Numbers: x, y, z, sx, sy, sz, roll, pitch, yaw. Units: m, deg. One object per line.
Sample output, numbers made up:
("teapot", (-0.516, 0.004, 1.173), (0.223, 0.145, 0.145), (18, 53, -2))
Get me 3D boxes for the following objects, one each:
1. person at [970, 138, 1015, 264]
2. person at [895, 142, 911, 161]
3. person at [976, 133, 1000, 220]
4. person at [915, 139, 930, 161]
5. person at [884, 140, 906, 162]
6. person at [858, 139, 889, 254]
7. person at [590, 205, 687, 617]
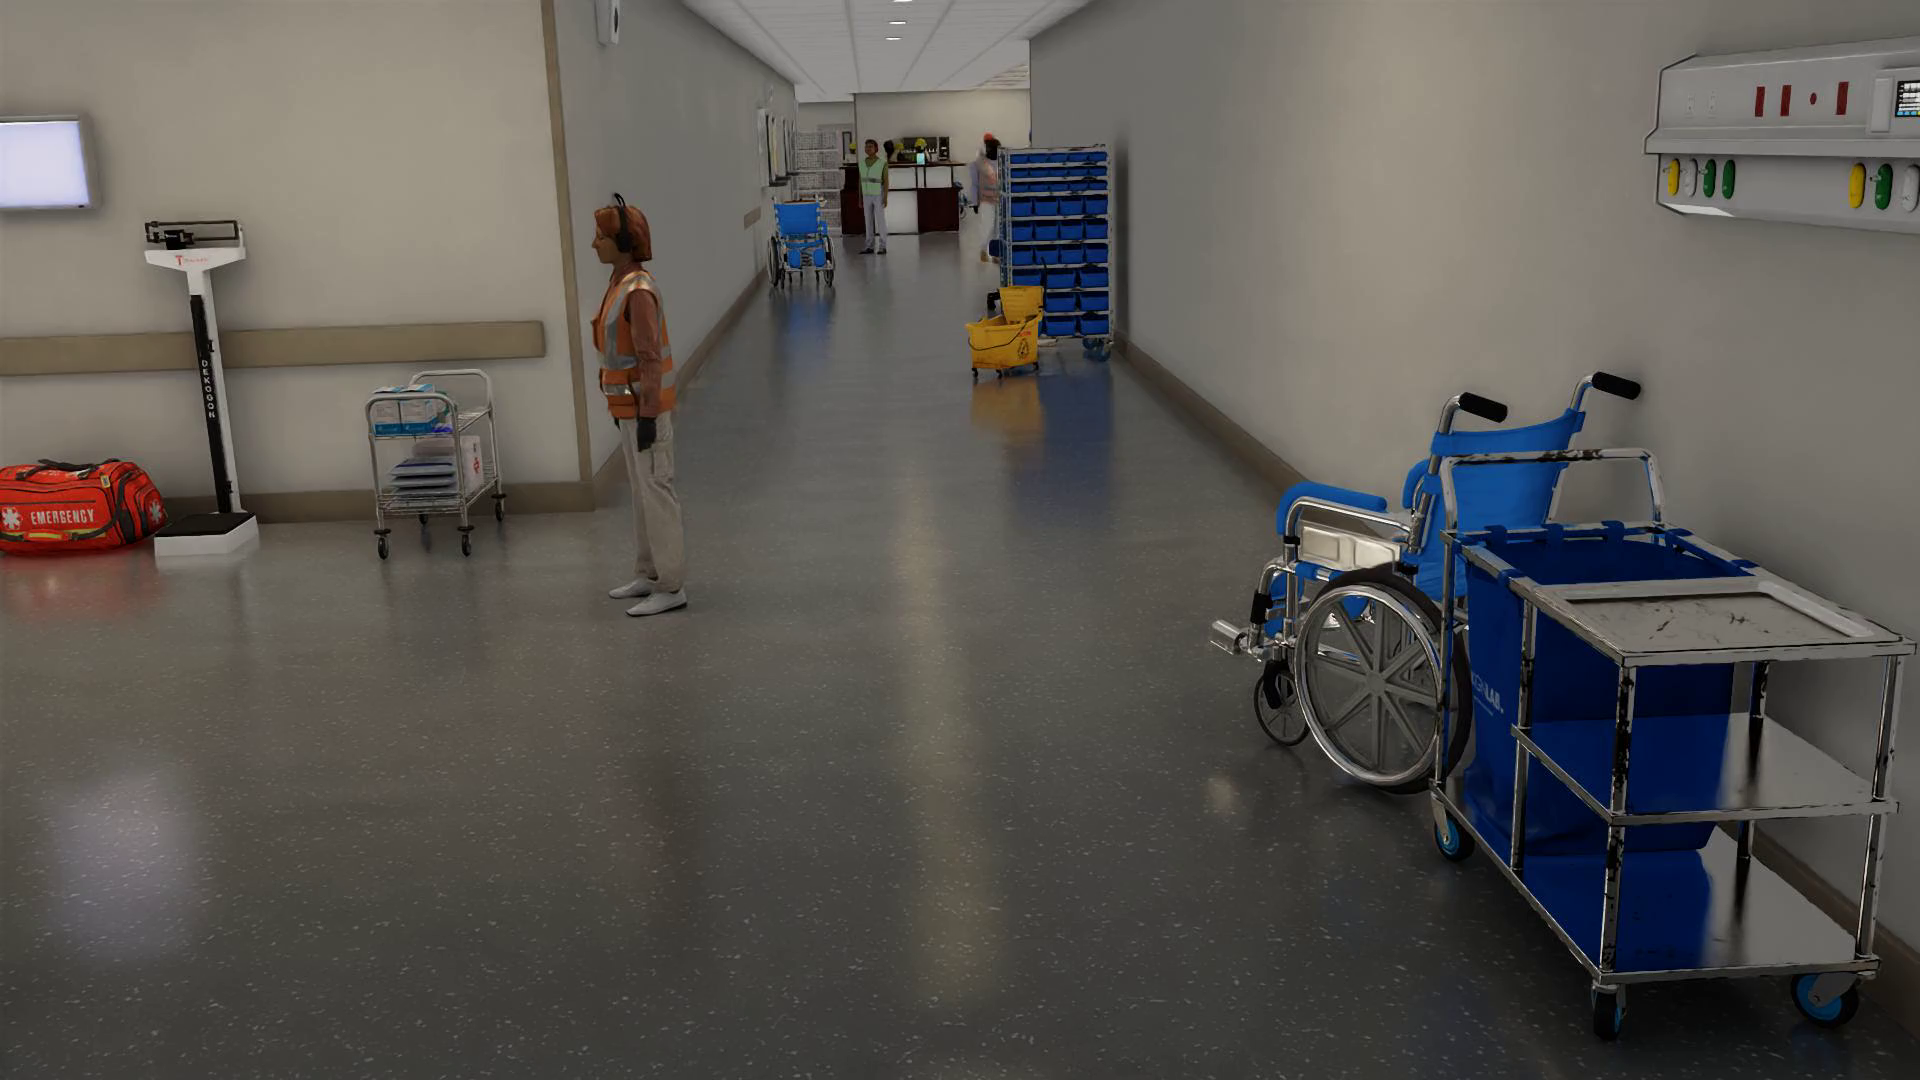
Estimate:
("person", (0.490, -4.952, 24.354), (0.625, 1.818, 0.444), (-6, 14, -19))
("person", (-1.363, -8.329, 38.575), (0.522, 1.758, 0.349), (3, 14, 17))
("person", (0.632, -7.946, 36.461), (0.568, 1.894, 0.903), (-3, 14, -4))
("person", (-0.880, -8.561, 39.339), (0.403, 1.825, 0.592), (-4, 14, -8))
("person", (-1.445, -8.240, 38.139), (0.433, 1.811, 0.763), (-14, 18, -42))
("person", (-1.406, -5.609, 27.200), (0.565, 1.849, 0.389), (6, 16, 28))
("person", (-1.294, -0.516, 6.691), (0.314, 1.642, 0.514), (-7, 15, -20))
